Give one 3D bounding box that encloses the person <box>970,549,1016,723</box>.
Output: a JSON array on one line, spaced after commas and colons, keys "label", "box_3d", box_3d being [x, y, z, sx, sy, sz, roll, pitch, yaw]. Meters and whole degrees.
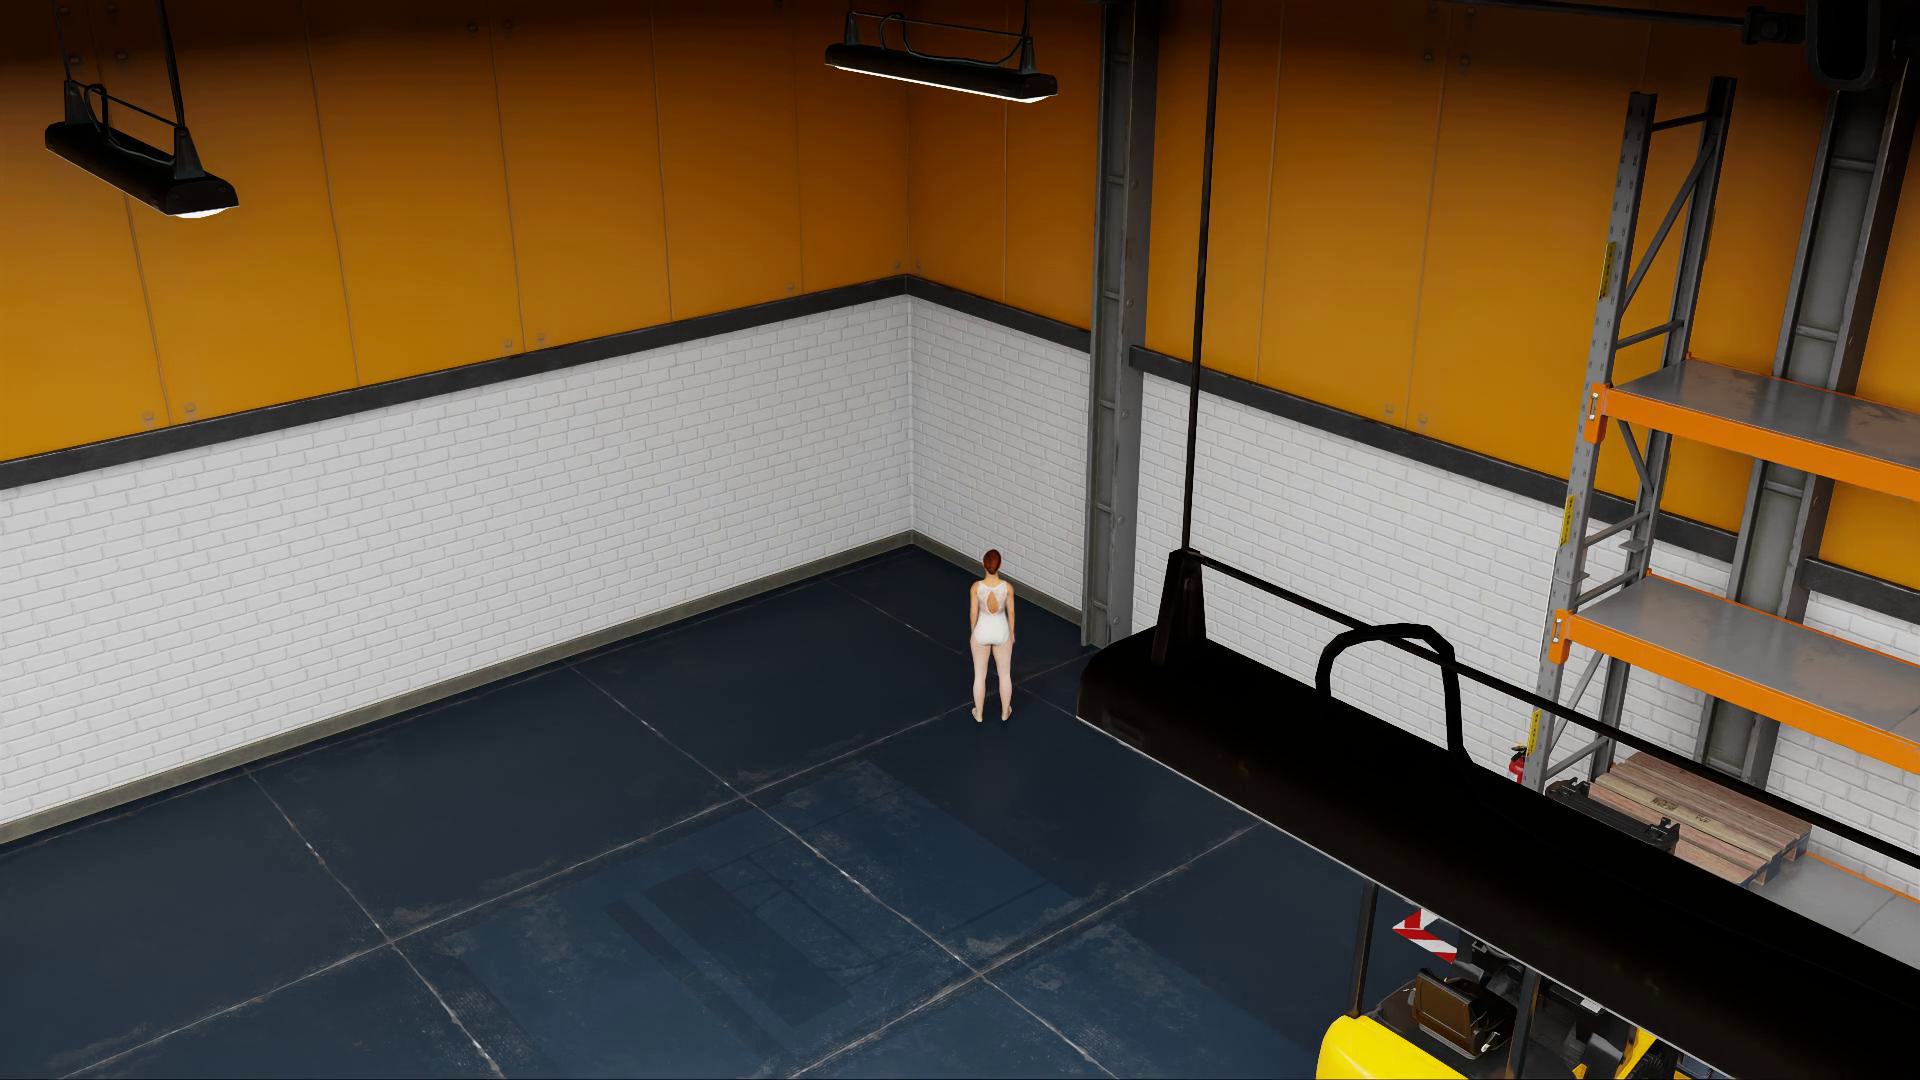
[{"label": "person", "box_3d": [0.280, 0.838, 14.570, 0.619, 1.644, 0.652, -1, 24, -3]}]
